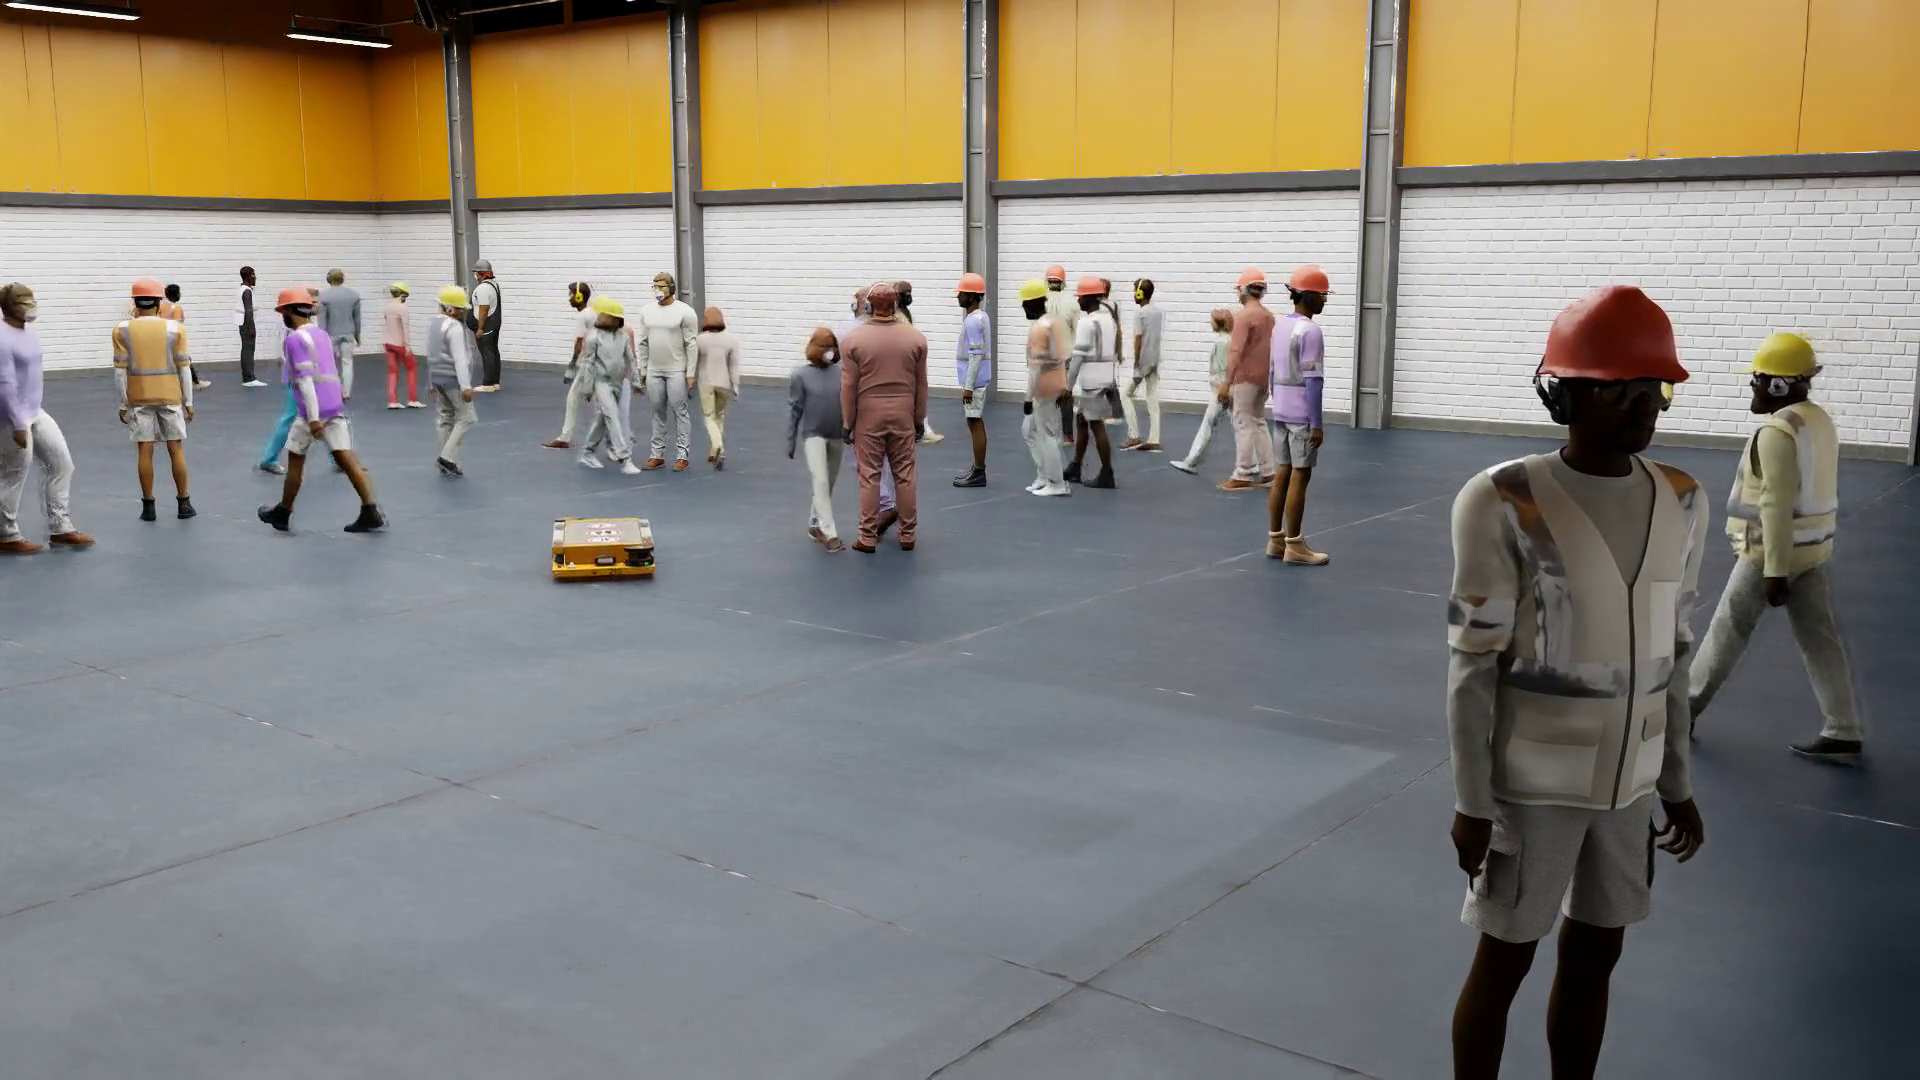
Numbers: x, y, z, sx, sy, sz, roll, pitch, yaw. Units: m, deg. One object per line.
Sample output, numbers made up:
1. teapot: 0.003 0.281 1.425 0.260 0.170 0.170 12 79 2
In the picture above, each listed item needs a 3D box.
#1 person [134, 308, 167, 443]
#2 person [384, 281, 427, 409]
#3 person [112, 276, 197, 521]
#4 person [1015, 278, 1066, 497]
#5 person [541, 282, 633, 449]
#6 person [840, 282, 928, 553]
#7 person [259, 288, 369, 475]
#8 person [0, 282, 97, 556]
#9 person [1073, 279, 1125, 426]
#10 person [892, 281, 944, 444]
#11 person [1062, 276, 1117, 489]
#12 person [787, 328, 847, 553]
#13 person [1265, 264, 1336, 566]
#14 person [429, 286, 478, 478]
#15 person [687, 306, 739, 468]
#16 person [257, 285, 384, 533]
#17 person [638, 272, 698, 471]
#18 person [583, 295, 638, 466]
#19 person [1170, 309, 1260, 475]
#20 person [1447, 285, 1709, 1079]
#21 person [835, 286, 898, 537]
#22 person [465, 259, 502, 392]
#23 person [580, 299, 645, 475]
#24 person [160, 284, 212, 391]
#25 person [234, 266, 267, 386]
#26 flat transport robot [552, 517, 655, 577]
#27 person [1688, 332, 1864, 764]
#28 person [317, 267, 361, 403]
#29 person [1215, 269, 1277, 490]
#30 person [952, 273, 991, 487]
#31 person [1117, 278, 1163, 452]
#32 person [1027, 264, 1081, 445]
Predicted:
1. person: -8.977 -1.878 18.579 0.493 1.617 0.502 -1 10 -7
2. person: -7.594 -2.654 22.717 0.563 1.732 0.585 6 11 32
3. person: -6.403 -1.120 13.235 0.552 1.932 0.377 -4 11 -23
4. person: 0.685 -1.305 14.404 0.556 1.895 0.616 3 10 15
5. person: -4.022 -1.867 17.952 0.982 1.821 0.519 -1 10 -8
6. person: -0.545 -0.859 11.787 0.643 1.912 0.410 -3 10 -18
7. person: -6.279 -1.506 15.943 0.988 1.800 0.561 0 10 -1
8. person: -6.451 -0.836 11.636 0.750 1.911 0.652 -1 10 -5
9. person: 1.705 -2.335 20.691 0.937 1.798 0.540 8 12 38
10. person: -0.561 -1.936 18.354 0.868 1.805 0.647 4 11 23
11. person: 1.094 -1.427 15.088 0.836 1.904 0.569 6 11 30
12. person: -0.957 -0.723 11.936 0.502 1.580 0.861 -6 11 -30
13. person: 2.335 -0.849 11.343 0.391 2.041 0.615 -2 10 -14
14. person: -4.772 -1.473 15.670 0.405 1.812 0.687 -8 12 -39
15. person: -2.433 -1.521 16.521 0.505 1.601 0.759 -5 11 -26
16. person: -4.885 -0.978 12.577 1.042 1.868 0.571 2 10 9
17. person: -2.850 -1.635 16.217 0.627 1.941 0.373 4 10 20
18. person: -3.505 -1.603 16.697 0.534 1.709 0.918 -3 10 -17
19. person: 2.483 -1.403 15.879 0.867 1.588 0.545 4 10 21
20. person: 1.309 0.496 3.505 0.605 2.045 0.378 -3 10 -18
21. person: -0.605 -0.970 12.542 0.659 1.878 0.718 -9 13 -42
22. person: -7.362 -3.312 25.687 0.537 2.000 0.682 0 10 1
23. person: -3.428 -1.493 16.143 0.929 1.684 0.499 7 12 37
24. person: -11.952 -3.068 25.374 0.545 1.643 0.870 7 12 34
25. person: -11.441 -3.428 26.718 0.399 1.920 0.590 -6 11 -30
26. flat transport robot: -2.444 0.030 11.374 0.652 0.197 1.431 -2 10 -12
27. person: 3.400 0.027 6.990 0.616 1.782 0.949 -9 13 -42
28. person: -8.822 -2.903 23.643 0.637 1.925 0.433 -7 12 -36
29. person: 2.593 -1.407 14.837 0.474 1.968 0.736 6 12 33
30. person: 0.104 -1.448 15.120 0.354 1.942 0.545 1 10 5
31. person: 1.933 -1.871 17.849 0.639 1.844 0.541 9 13 43
32. person: 1.051 -2.036 18.394 0.612 1.995 0.377 1 10 4
